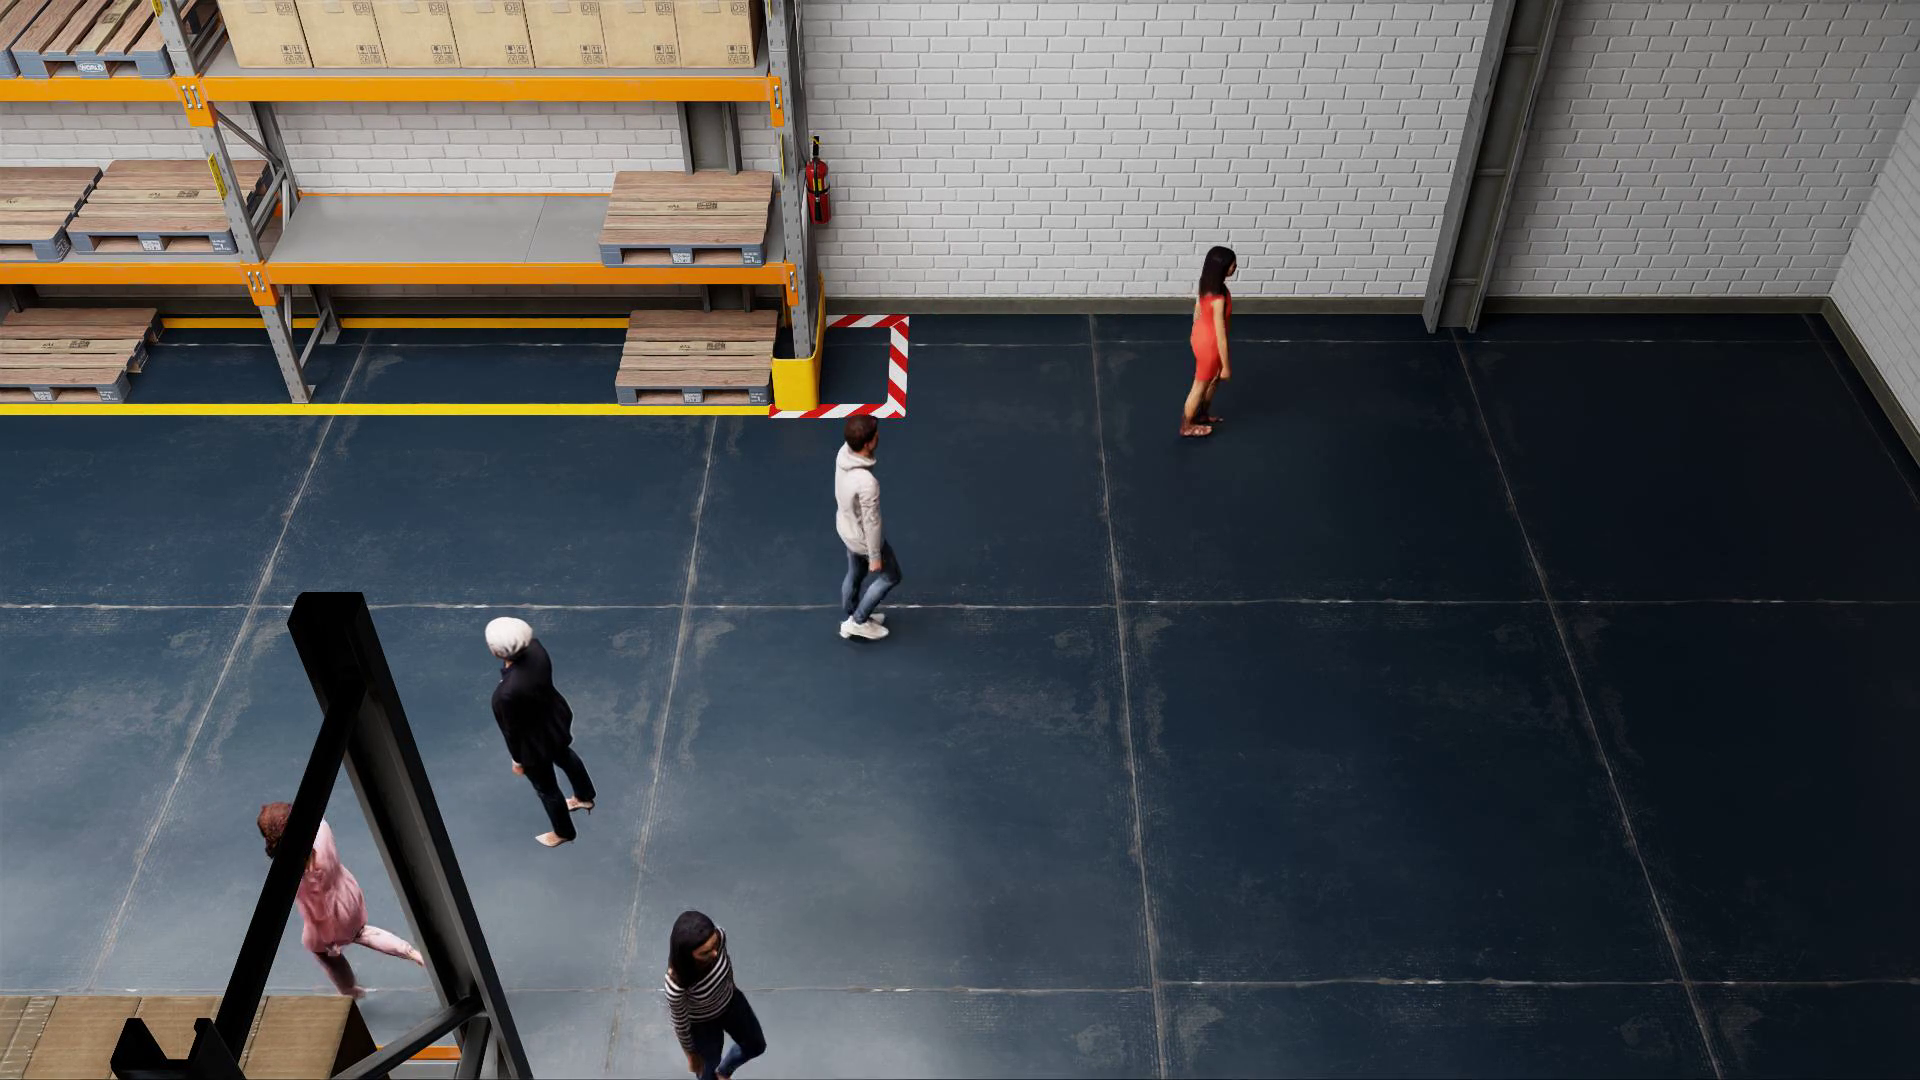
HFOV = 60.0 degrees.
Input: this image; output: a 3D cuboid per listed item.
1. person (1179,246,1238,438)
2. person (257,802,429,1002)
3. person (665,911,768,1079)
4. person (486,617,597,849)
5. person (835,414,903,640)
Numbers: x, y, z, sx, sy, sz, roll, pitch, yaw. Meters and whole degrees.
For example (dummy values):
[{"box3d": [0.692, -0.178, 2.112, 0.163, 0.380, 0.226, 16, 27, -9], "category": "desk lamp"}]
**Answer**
[{"box3d": [1.753, -1.424, 12.257, 0.637, 1.705, 0.657, -5, 44, -6], "category": "person"}, {"box3d": [-3.176, 1.927, 8.688, 0.972, 1.775, 0.605, 0, 44, 0], "category": "person"}, {"box3d": [-1.308, 2.337, 8.257, 0.764, 1.776, 0.736, 23, 48, 22], "category": "person"}, {"box3d": [-2.242, 0.996, 8.909, 0.654, 1.779, 0.760, 8, 44, 8], "category": "person"}, {"box3d": [-0.714, -0.019, 10.686, 0.802, 1.838, 0.802, -17, 46, -17], "category": "person"}]
